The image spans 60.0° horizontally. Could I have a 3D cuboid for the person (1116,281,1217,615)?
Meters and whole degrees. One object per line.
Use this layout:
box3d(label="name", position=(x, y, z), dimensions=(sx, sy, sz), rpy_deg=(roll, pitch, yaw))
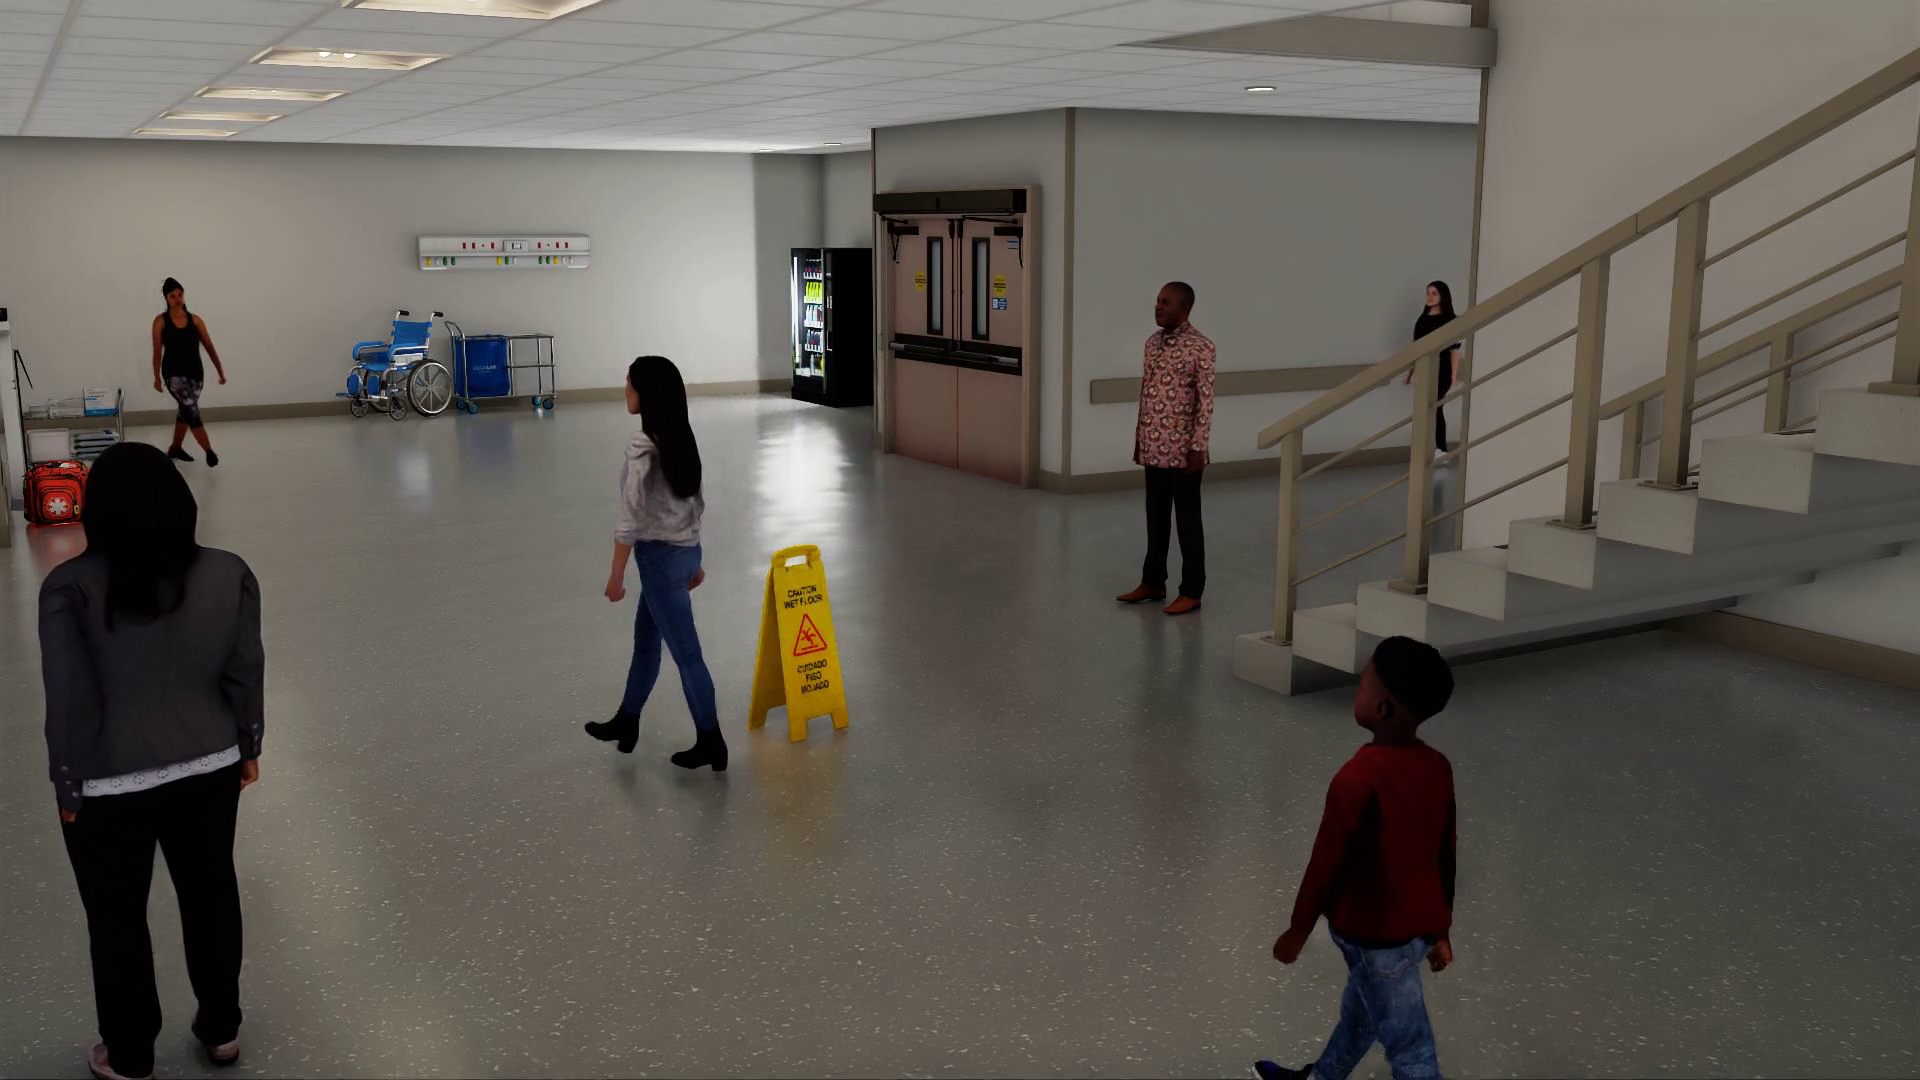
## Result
box3d(label="person", position=(1.182, -0.522, 9.201), dimensions=(0.770, 1.808, 0.562), rpy_deg=(-8, 13, -36))

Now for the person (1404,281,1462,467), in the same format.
box3d(label="person", position=(4.200, -1.442, 14.556), dimensions=(0.687, 1.619, 0.740), rpy_deg=(-7, 13, -33))

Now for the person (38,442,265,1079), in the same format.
box3d(label="person", position=(-1.985, 0.554, 4.093), dimensions=(0.750, 1.598, 0.746), rpy_deg=(10, 15, 42))

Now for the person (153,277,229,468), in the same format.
box3d(label="person", position=(-6.781, -1.422, 14.450), dimensions=(1.184, 1.620, 0.940), rpy_deg=(8, 13, 36))

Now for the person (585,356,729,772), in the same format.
box3d(label="person", position=(-1.043, 0.114, 6.383), dimensions=(0.982, 1.610, 0.932), rpy_deg=(2, 11, 12))

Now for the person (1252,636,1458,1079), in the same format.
box3d(label="person", position=(0.963, 0.851, 3.546), dimensions=(0.623, 1.219, 0.919), rpy_deg=(-9, 14, -41))
